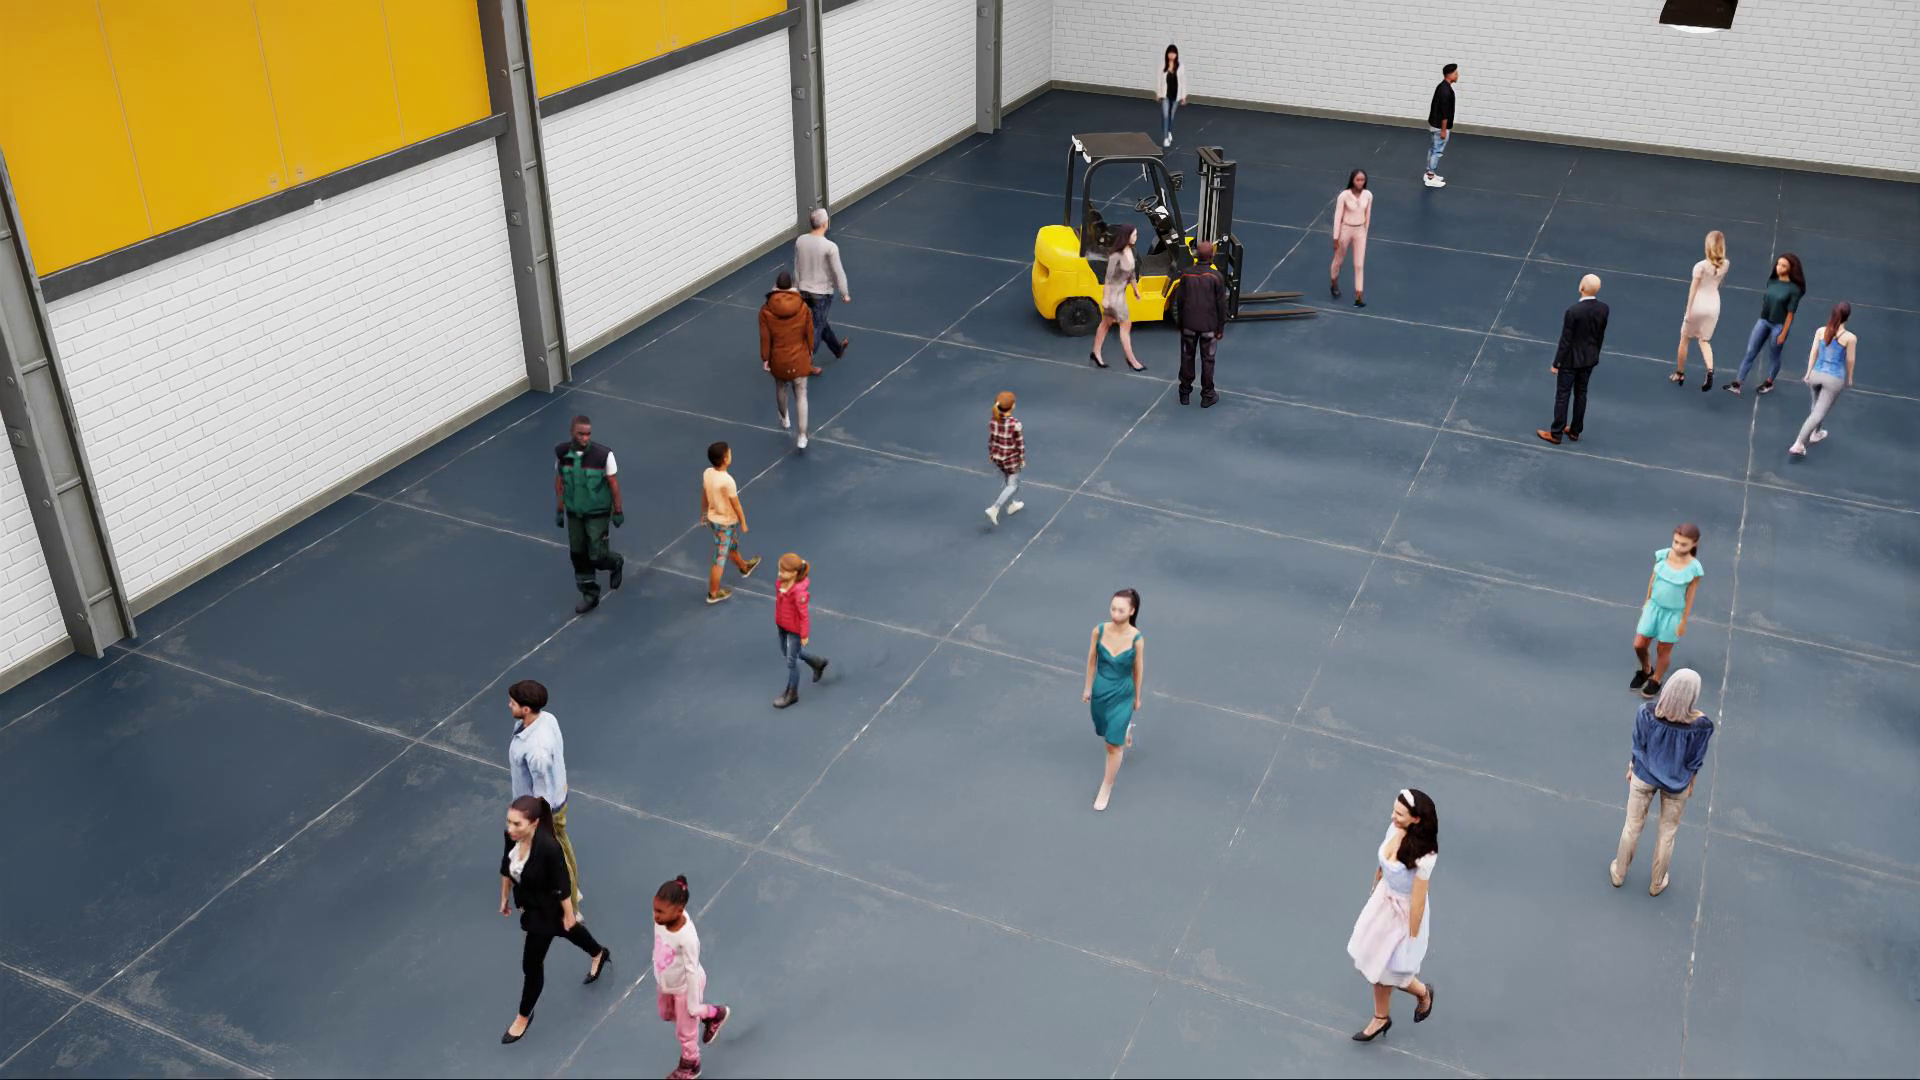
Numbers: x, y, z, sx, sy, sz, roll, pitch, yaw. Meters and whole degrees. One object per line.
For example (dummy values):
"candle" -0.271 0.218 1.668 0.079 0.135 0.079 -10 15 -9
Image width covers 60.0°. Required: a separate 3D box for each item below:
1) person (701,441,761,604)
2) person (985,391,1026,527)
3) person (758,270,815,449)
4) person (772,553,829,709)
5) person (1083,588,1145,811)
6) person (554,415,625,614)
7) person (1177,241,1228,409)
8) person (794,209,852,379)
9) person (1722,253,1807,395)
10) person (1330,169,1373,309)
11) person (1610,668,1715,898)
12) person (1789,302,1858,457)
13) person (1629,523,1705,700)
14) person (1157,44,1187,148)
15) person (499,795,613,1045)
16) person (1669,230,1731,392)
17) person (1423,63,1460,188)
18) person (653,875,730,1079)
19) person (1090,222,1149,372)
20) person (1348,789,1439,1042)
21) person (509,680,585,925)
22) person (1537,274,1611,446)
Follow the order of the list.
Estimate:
"person" -2.075 -0.130 14.164 0.736 1.439 0.992 24 37 36
"person" 0.410 -0.752 15.457 0.682 1.293 0.893 23 36 35
"person" -1.711 -1.782 16.825 1.100 1.792 1.283 -4 29 -7
"person" -1.246 0.659 12.857 0.861 1.305 0.732 -19 34 -31
"person" 1.103 1.069 11.730 0.566 1.665 0.935 13 31 22
"person" -3.088 -0.273 14.025 0.778 1.824 0.891 10 30 18
"person" 2.564 -2.308 17.758 0.703 1.820 0.604 11 30 19
"person" -1.626 -2.674 18.395 0.924 1.854 1.257 19 34 31
"person" 8.888 -2.333 18.042 1.049 1.594 0.921 -15 32 -26
"person" 4.785 -3.749 20.554 1.054 1.673 1.230 -4 29 -8
"person" 4.549 1.563 10.791 0.599 1.697 0.542 12 31 22
"person" 8.663 -1.580 16.678 1.115 1.578 0.905 -18 34 -30
"person" 5.507 0.523 12.856 0.683 1.546 0.659 -23 36 -35
"person" 3.424 -7.230 27.014 0.914 1.597 1.143 -1 29 -1
"person" -2.394 2.134 9.833 0.810 1.612 1.139 23 36 35
"person" 8.081 -2.422 17.982 0.865 1.807 1.046 -3 29 -5
"person" 7.219 -6.259 25.016 0.809 1.807 0.644 4 29 7
"person" -1.532 2.457 9.425 0.852 1.437 0.709 -23 36 -36
"person" 1.663 -2.717 18.625 0.702 1.710 0.866 11 30 19
"person" 2.587 2.181 9.546 0.987 1.804 0.941 -7 29 -13
"person" -2.611 1.660 10.495 0.818 1.811 0.703 -4 29 -8
"person" 6.280 -1.840 16.921 0.763 1.800 0.815 -9 30 -16
